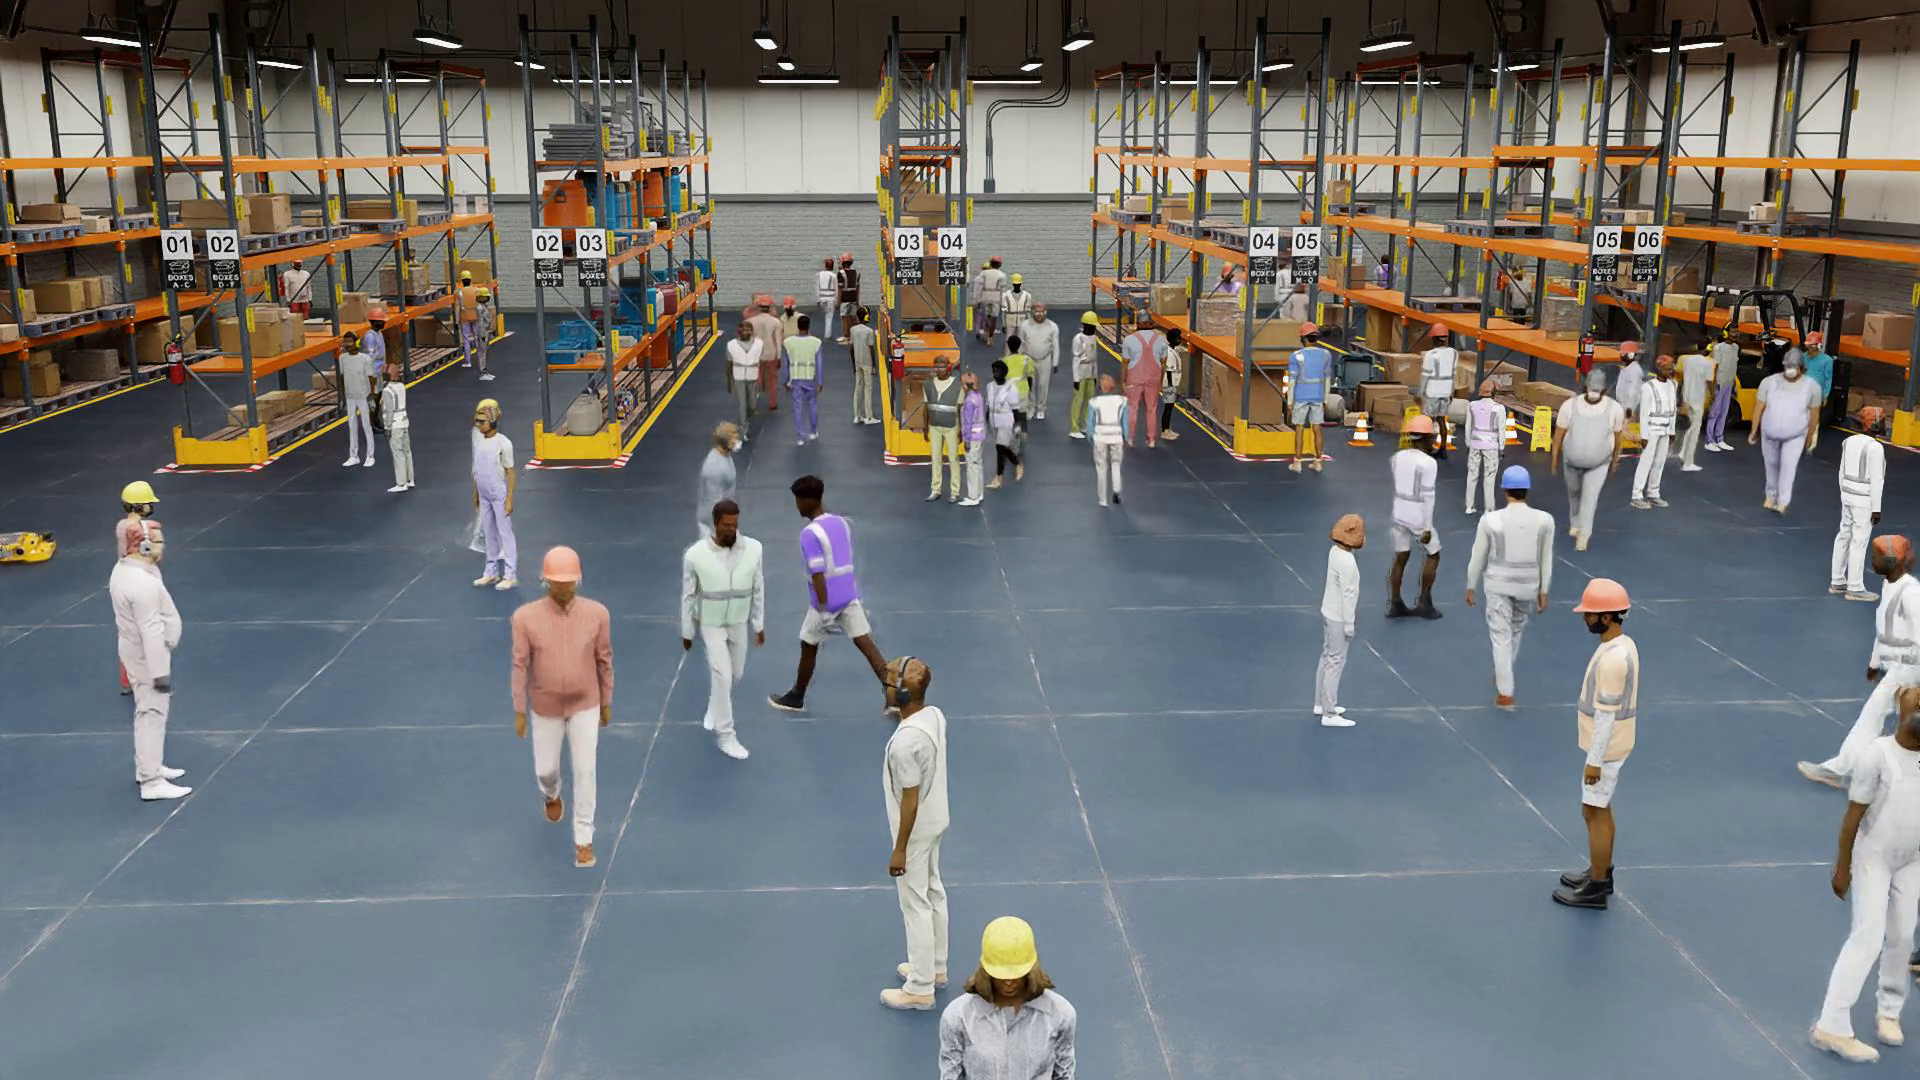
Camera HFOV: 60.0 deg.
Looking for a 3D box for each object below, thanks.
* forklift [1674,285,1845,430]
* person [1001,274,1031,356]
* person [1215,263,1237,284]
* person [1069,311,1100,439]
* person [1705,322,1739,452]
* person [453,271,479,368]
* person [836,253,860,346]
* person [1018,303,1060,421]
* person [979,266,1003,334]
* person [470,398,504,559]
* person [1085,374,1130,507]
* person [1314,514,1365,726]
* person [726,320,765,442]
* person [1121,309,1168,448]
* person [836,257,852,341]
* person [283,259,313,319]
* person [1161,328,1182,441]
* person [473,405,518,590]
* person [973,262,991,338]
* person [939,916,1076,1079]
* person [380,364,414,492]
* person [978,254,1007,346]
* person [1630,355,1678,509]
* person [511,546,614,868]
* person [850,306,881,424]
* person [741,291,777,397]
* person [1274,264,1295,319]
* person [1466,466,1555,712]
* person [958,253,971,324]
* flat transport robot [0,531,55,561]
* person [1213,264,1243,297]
[{"bbox_3d":[12.503,-2.886,26.166,2.313,2.155,1.214,-1,13,-3],"label":"forklift"},{"bbox_3d":[1.098,-4.204,32.345,0.588,1.916,0.392,-1,13,-5],"label":"person"},{"bbox_3d":[6.056,-5.446,38.001,0.547,1.717,0.877,4,14,17],"label":"person"},{"bbox_3d":[1.907,-2.491,25.093,0.405,1.917,0.593,10,17,37],"label":"person"},{"bbox_3d":[11.044,-2.215,24.017,0.510,1.872,0.328,-8,15,-30],"label":"person"},{"bbox_3d":[-9.782,-4.395,33.136,0.594,1.922,0.379,-9,16,-33],"label":"person"},{"bbox_3d":[-2.488,-5.310,36.761,0.614,2.041,0.382,-12,18,-41],"label":"person"},{"bbox_3d":[1.251,-2.837,26.605,0.680,1.883,0.686,1,13,6],"label":"person"},{"bbox_3d":[0.706,-5.608,38.958,0.499,1.603,0.749,-11,17,-40],"label":"person"},{"bbox_3d":[-4.974,-0.645,17.653,0.352,1.735,0.536,-10,17,-36],"label":"person"},{"bbox_3d":[1.788,-1.208,20.259,0.549,1.623,0.371,-1,13,-4],"label":"person"},{"bbox_3d":[2.894,0.599,12.628,0.289,1.626,0.498,0,13,-1],"label":"person"},{"bbox_3d":[-3.228,-2.406,24.939,0.571,1.814,0.696,-5,14,-19],"label":"person"},{"bbox_3d":[2.665,-2.368,24.299,0.684,2.000,0.535,-2,14,-10],"label":"person"},{"bbox_3d":[-2.647,-5.467,37.741,0.400,1.899,0.637,3,14,13],"label":"person"},{"bbox_3d":[-14.689,-5.335,36.961,0.372,1.997,0.622,12,18,41],"label":"person"},{"bbox_3d":[3.154,-2.335,24.918,0.319,1.688,0.538,3,14,11],"label":"person"},{"bbox_3d":[-4.619,-0.422,16.471,0.506,1.847,0.345,8,16,31],"label":"person"},{"bbox_3d":[0.574,-5.477,38.078,0.567,1.757,0.367,1,13,6],"label":"person"},{"bbox_3d":[0.170,2.132,5.873,0.492,1.742,0.321,-1,13,-6],"label":"person"},{"bbox_3d":[-7.183,-1.431,21.191,0.311,1.638,0.521,1,13,5],"label":"person"},{"bbox_3d":[0.740,-5.291,36.733,0.656,2.013,0.583,5,14,22],"label":"person"},{"bbox_3d":[8.451,-1.309,20.172,0.575,1.876,0.343,-7,15,-29],"label":"person"},{"bbox_3d":[-2.443,0.978,10.260,0.627,1.977,0.744,-4,14,-17],"label":"person"},{"bbox_3d":[-1.511,-2.767,26.357,0.513,1.872,0.328,10,17,37],"label":"person"},{"bbox_3d":[-3.507,-3.461,29.287,0.652,1.880,0.853,1,13,3],"label":"person"},{"bbox_3d":[7.476,-5.558,38.202,0.609,1.860,0.507,-8,15,-30],"label":"person"},{"bbox_3d":[4.309,0.356,13.062,0.618,1.919,0.813,0,13,0],"label":"person"},{"bbox_3d":[0.077,-6.281,41.502,0.372,1.756,0.536,0,13,1],"label":"person"},{"bbox_3d":[-10.418,0.110,17.594,1.431,0.197,0.652,-6,14,-23],"label":"flat transport robot"},{"bbox_3d":[5.393,-4.551,33.583,0.626,2.025,0.529,0,13,0],"label":"person"}]
